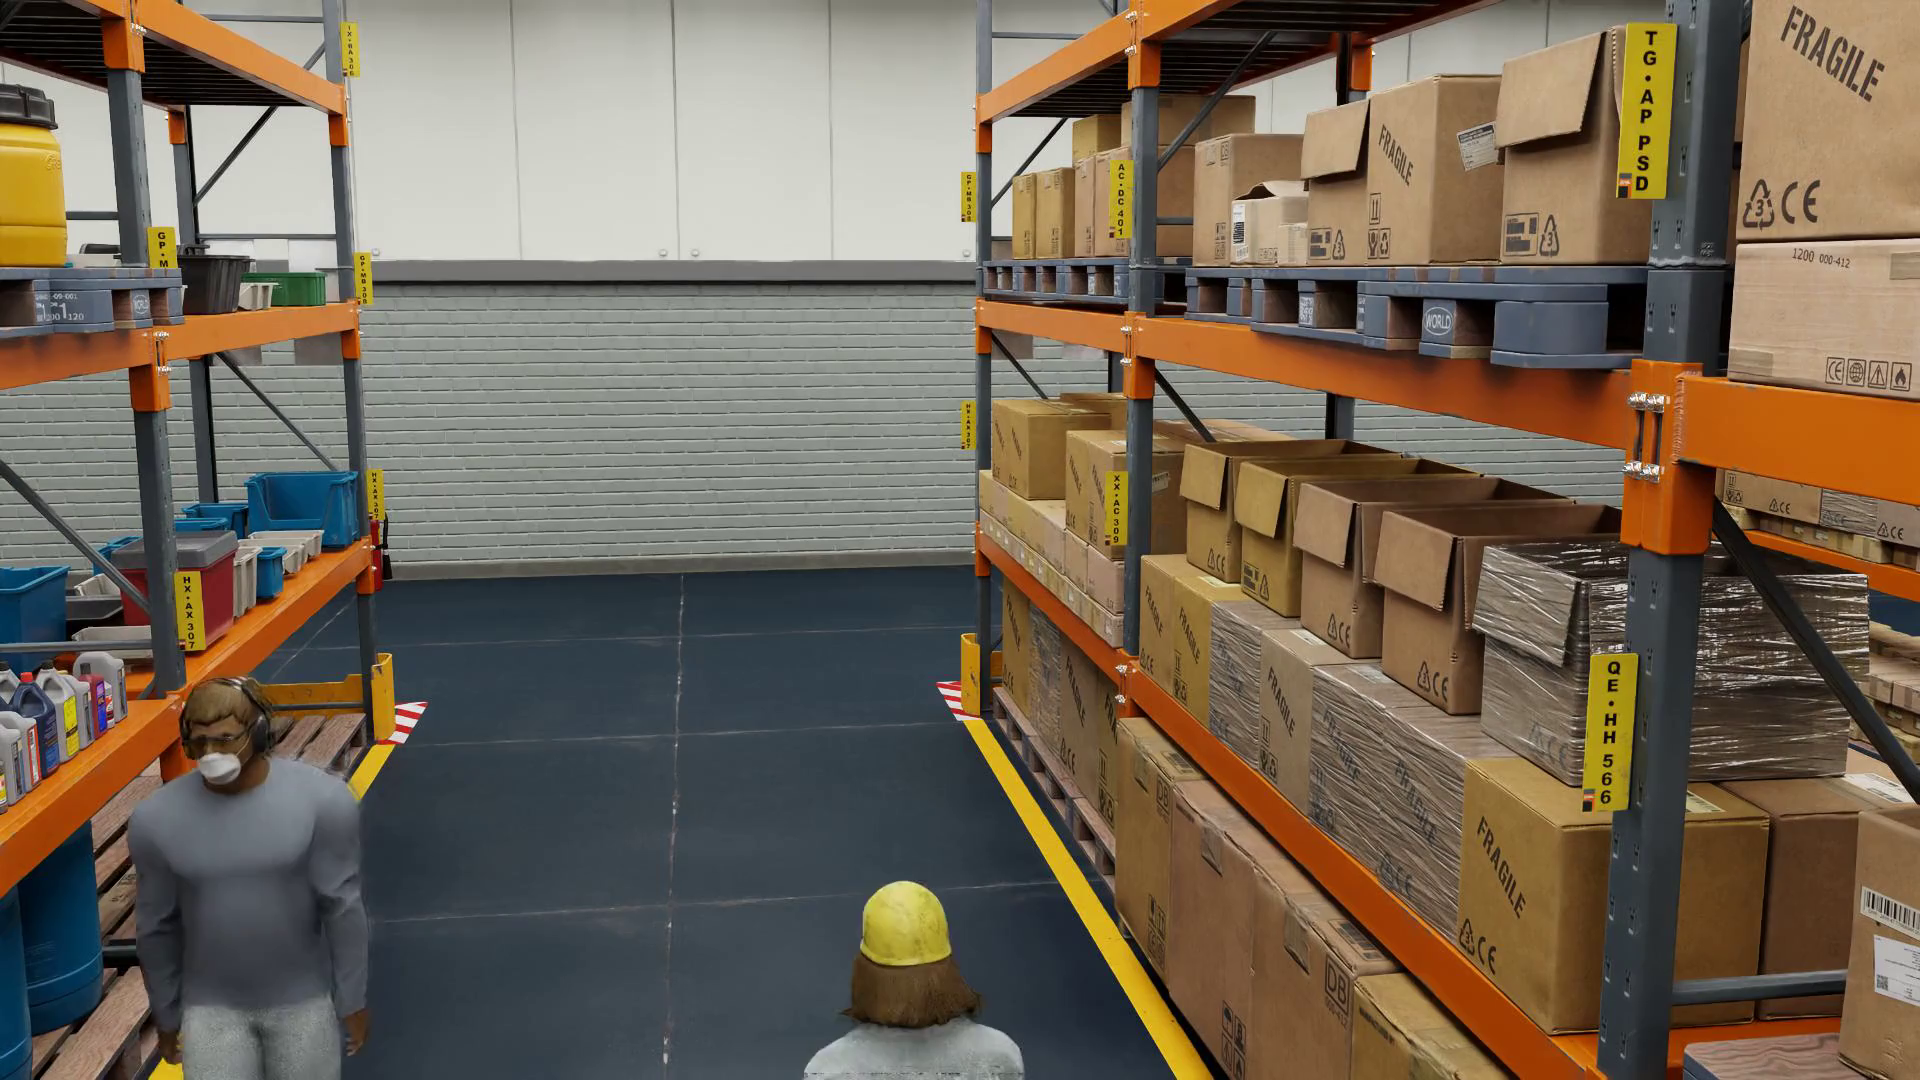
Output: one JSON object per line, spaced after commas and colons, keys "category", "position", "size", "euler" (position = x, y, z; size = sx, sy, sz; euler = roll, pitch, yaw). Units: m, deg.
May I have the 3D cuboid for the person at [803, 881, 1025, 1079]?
{"category": "person", "position": [-0.123, 1.585, 3.724], "size": [0.506, 1.705, 0.742], "euler": [-2, 9, -12]}

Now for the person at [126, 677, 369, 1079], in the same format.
{"category": "person", "position": [-2.035, 1.304, 4.840], "size": [0.637, 1.918, 0.744], "euler": [-2, 9, -14]}

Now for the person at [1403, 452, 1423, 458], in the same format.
{"category": "person", "position": [2.497, 0.521, 9.283], "size": [0.683, 2.000, 0.538], "euler": [-3, 10, -15]}
